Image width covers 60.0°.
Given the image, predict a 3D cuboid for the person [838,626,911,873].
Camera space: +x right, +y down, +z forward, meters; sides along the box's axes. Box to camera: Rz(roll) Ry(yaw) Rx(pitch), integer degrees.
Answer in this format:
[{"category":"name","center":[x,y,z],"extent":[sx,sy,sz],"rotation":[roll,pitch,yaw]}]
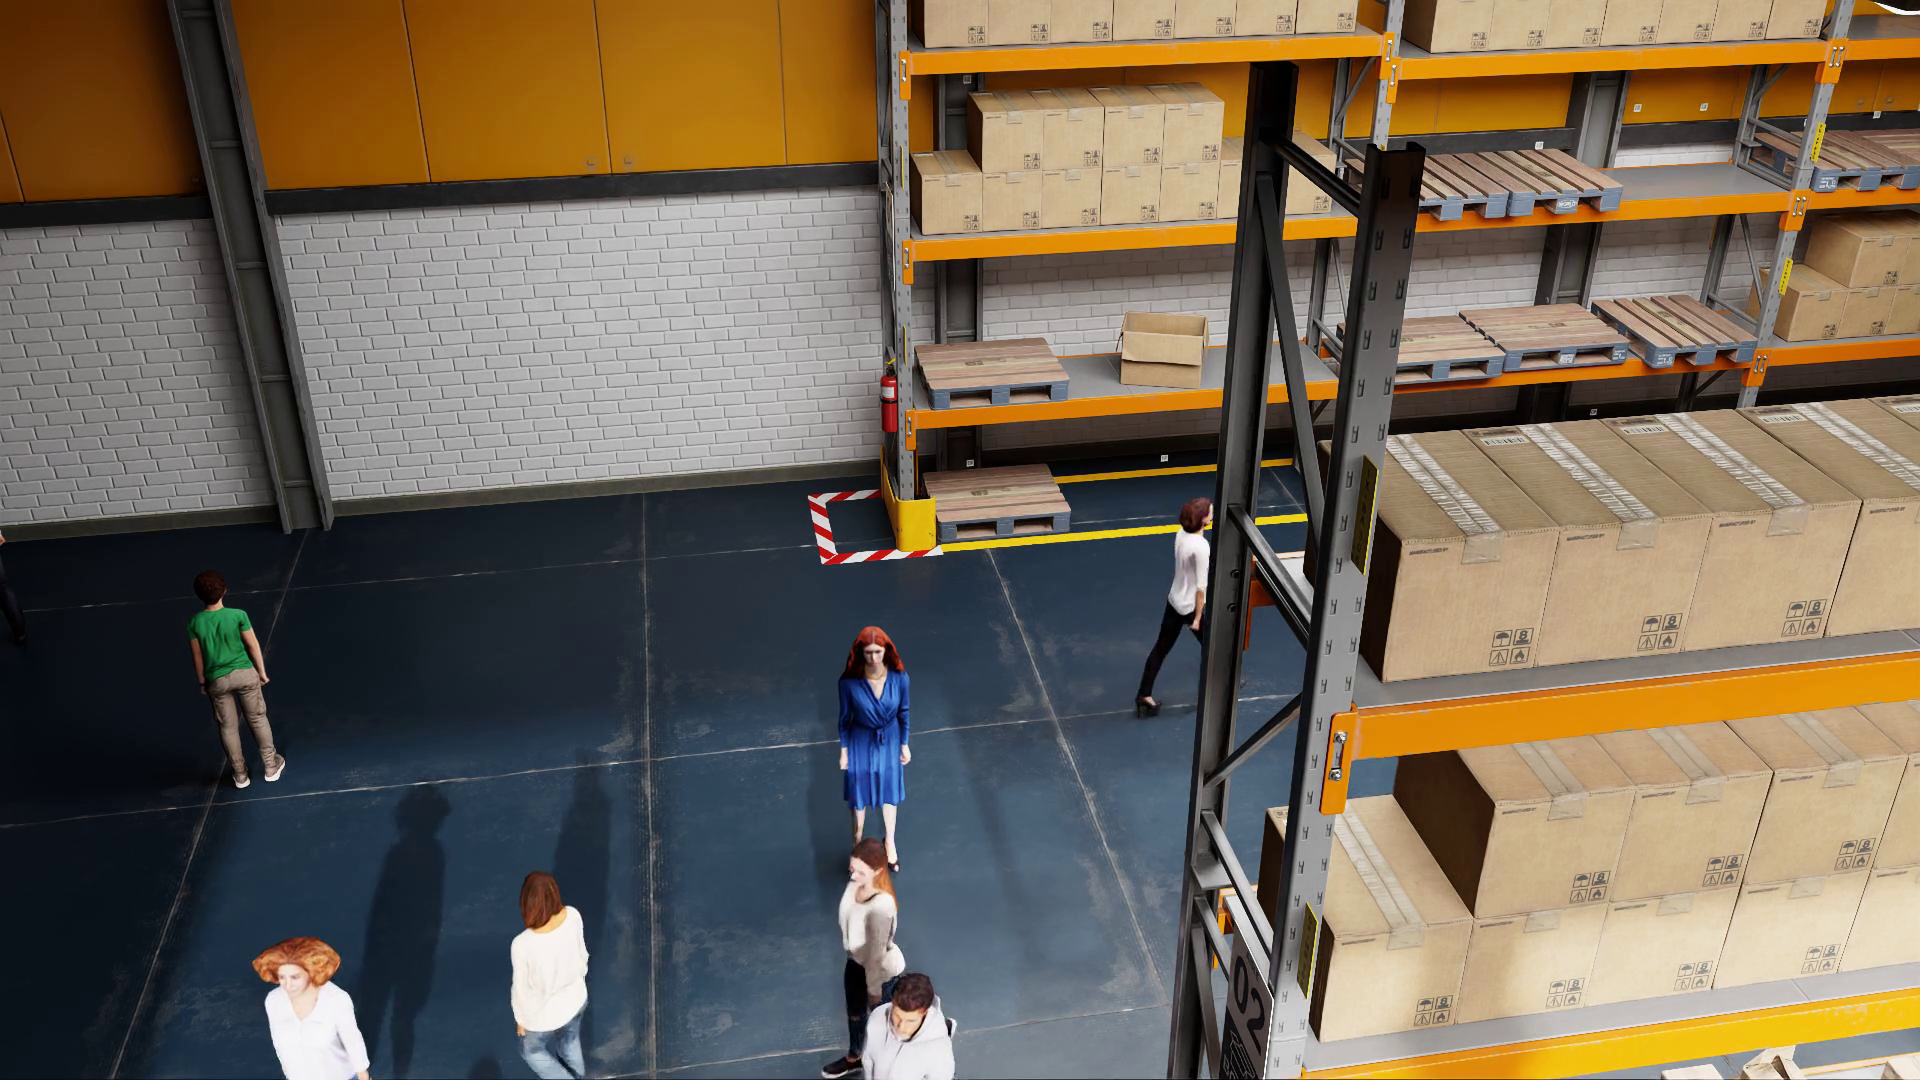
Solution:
[{"category":"person","center":[-0.538,1.335,10.509],"extent":[0.493,1.828,0.662],"rotation":[-5,29,-9]}]

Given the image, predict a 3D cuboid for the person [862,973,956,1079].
[{"category":"person","center":[-0.182,2.710,7.902],"extent":[0.820,1.912,0.867],"rotation":[21,35,33]}]

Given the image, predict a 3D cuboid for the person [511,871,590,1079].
[{"category":"person","center":[-2.063,2.449,8.635],"extent":[0.861,1.669,0.800],"rotation":[22,35,34]}]

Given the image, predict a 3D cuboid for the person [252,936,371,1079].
[{"category":"person","center":[-3.121,2.617,8.321],"extent":[1.095,1.673,0.837],"rotation":[0,29,1]}]

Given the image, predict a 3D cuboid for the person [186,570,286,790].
[{"category":"person","center":[-4.994,0.949,11.401],"extent":[0.518,1.651,0.688],"rotation":[-10,30,-18]}]

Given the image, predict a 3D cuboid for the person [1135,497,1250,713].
[{"category":"person","center":[1.565,0.529,12.089],"extent":[1.202,1.730,0.789],"rotation":[-11,31,-20]}]

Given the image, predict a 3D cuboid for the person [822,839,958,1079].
[{"category":"person","center":[-0.388,2.277,8.938],"extent":[1.030,1.680,0.754],"rotation":[-8,30,-15]}]
